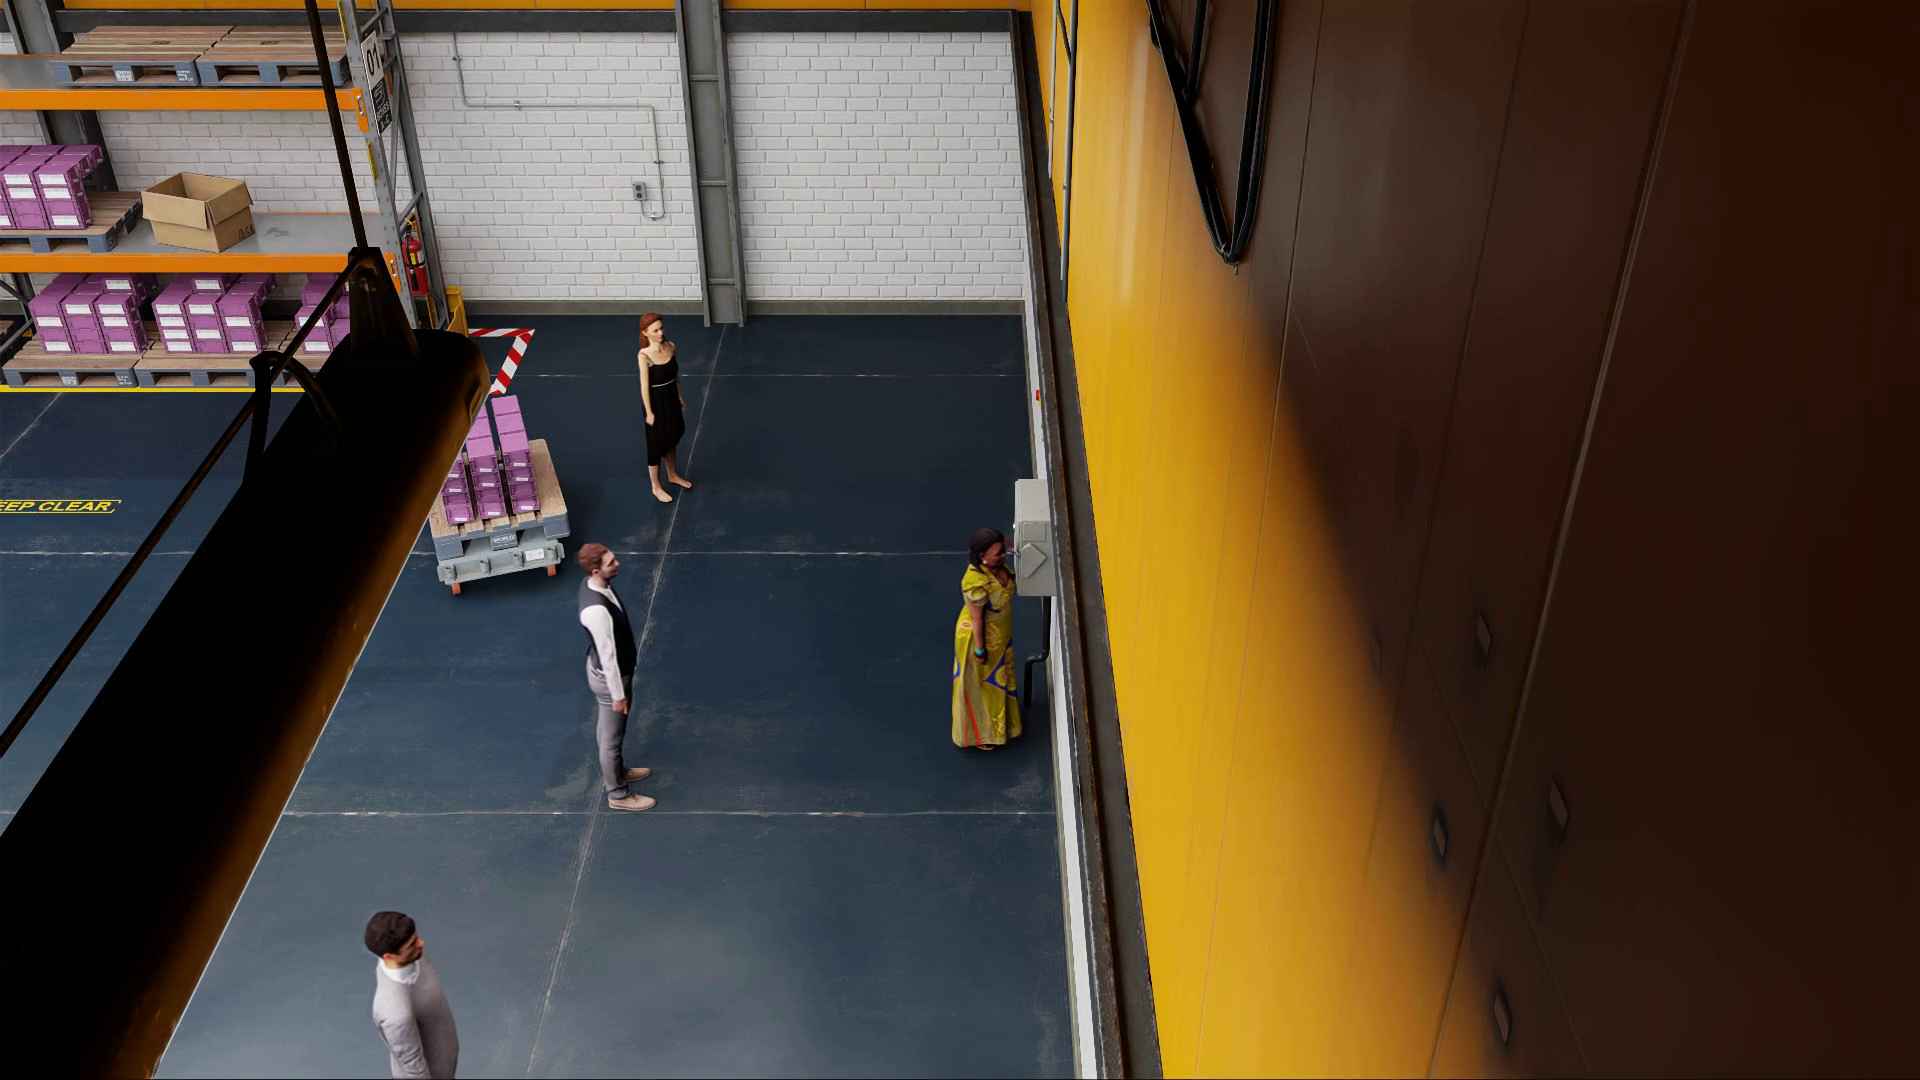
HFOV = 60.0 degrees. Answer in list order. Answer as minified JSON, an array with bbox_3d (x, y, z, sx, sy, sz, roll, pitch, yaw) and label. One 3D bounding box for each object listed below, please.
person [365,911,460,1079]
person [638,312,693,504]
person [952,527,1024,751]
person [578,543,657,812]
[{"bbox_3d":[-2.553,2.474,7.925,0.714,1.922,0.804,-8,34,-12],"label":"person"},{"bbox_3d":[-2.443,-1.113,13.590,0.721,1.624,0.676,22,40,30],"label":"person"},{"bbox_3d":[0.166,0.615,10.959,0.880,1.660,0.932,8,34,12],"label":"person"},{"bbox_3d":[-2.191,0.826,10.390,0.630,1.938,0.709,-7,34,-10],"label":"person"}]
